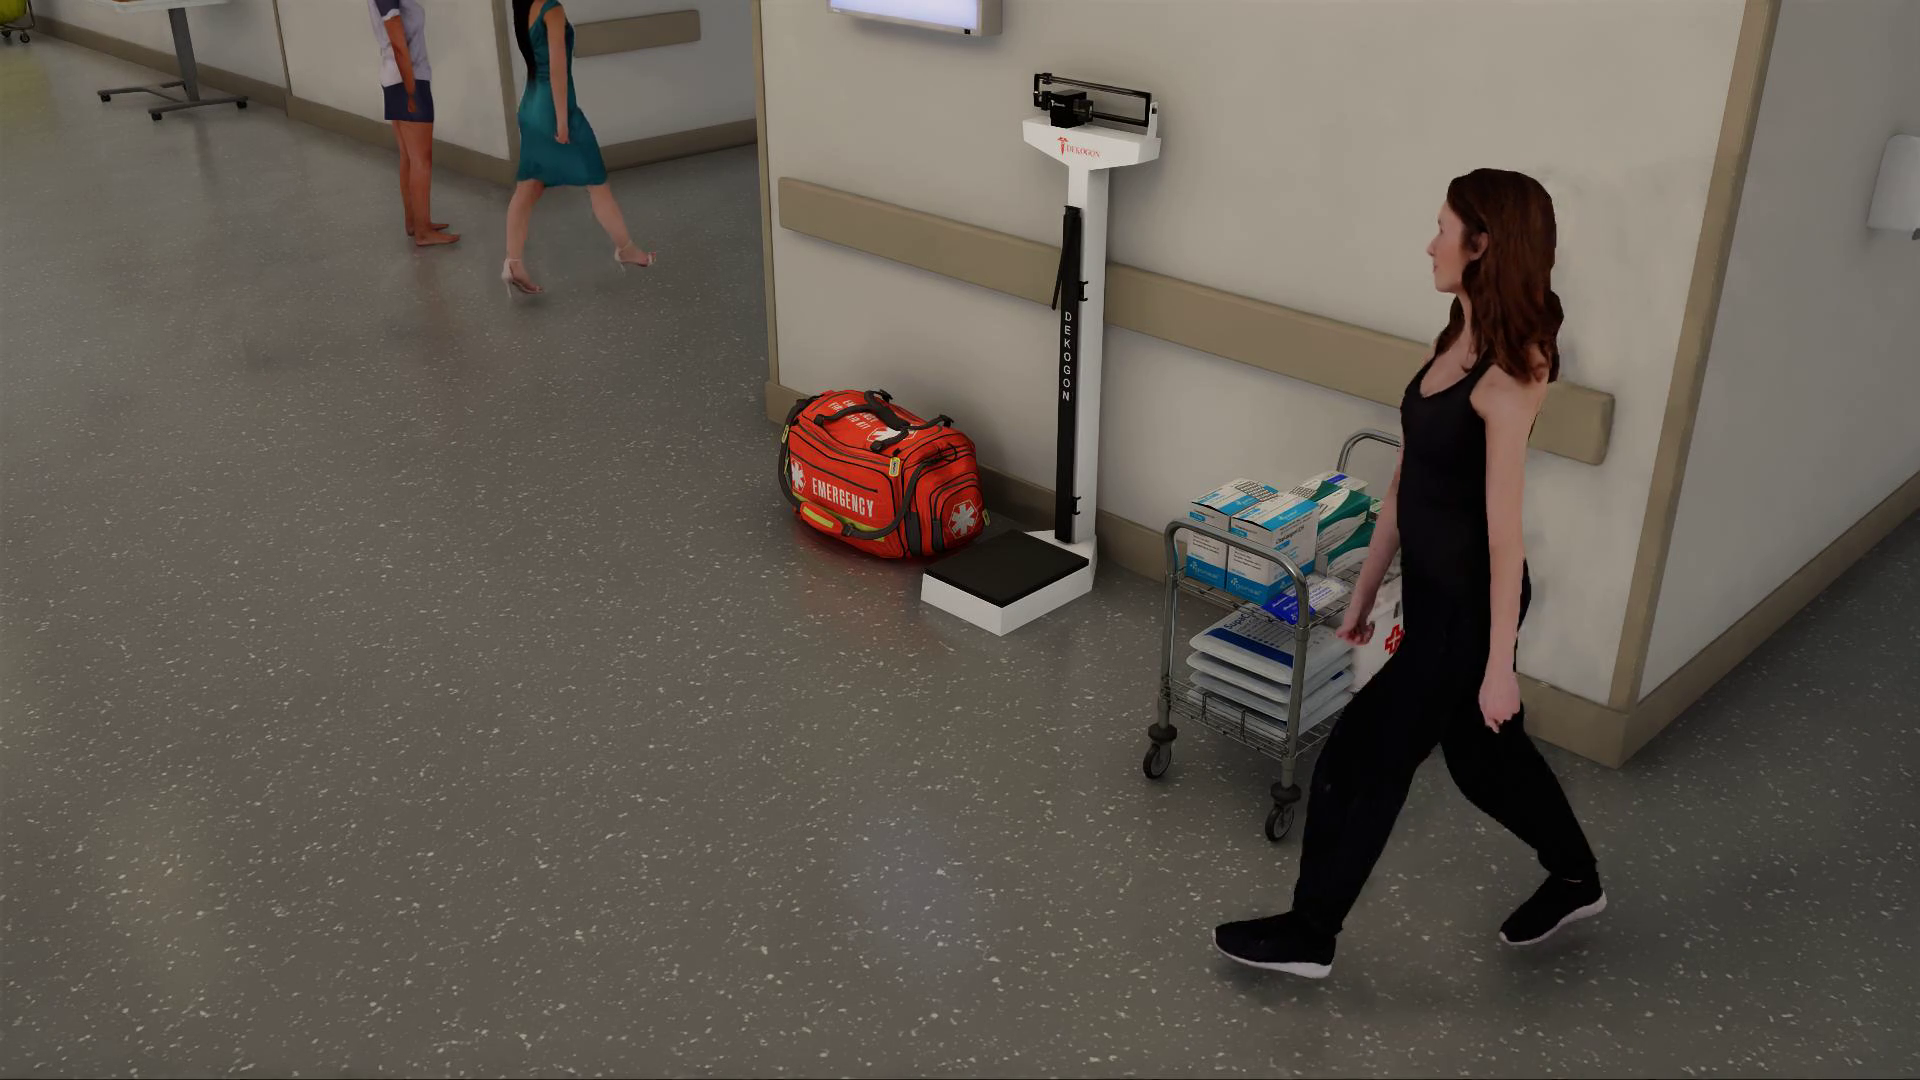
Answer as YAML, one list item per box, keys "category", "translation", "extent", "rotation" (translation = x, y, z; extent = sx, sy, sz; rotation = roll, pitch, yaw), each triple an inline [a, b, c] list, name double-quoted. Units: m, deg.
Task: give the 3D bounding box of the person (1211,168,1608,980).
- category: "person"
  translation: [1.096, 0.140, 3.372]
  extent: [1.133, 1.699, 1.117]
  rotation: [-3, 26, -6]

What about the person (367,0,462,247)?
- category: "person"
  translation: [-2.886, -2.365, 8.651]
  extent: [0.701, 1.625, 0.572]
  rotation: [-12, 28, -24]

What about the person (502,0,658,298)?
- category: "person"
  translation: [-1.958, -1.910, 7.694]
  extent: [0.675, 1.637, 0.970]
  rotation: [-20, 32, -36]
